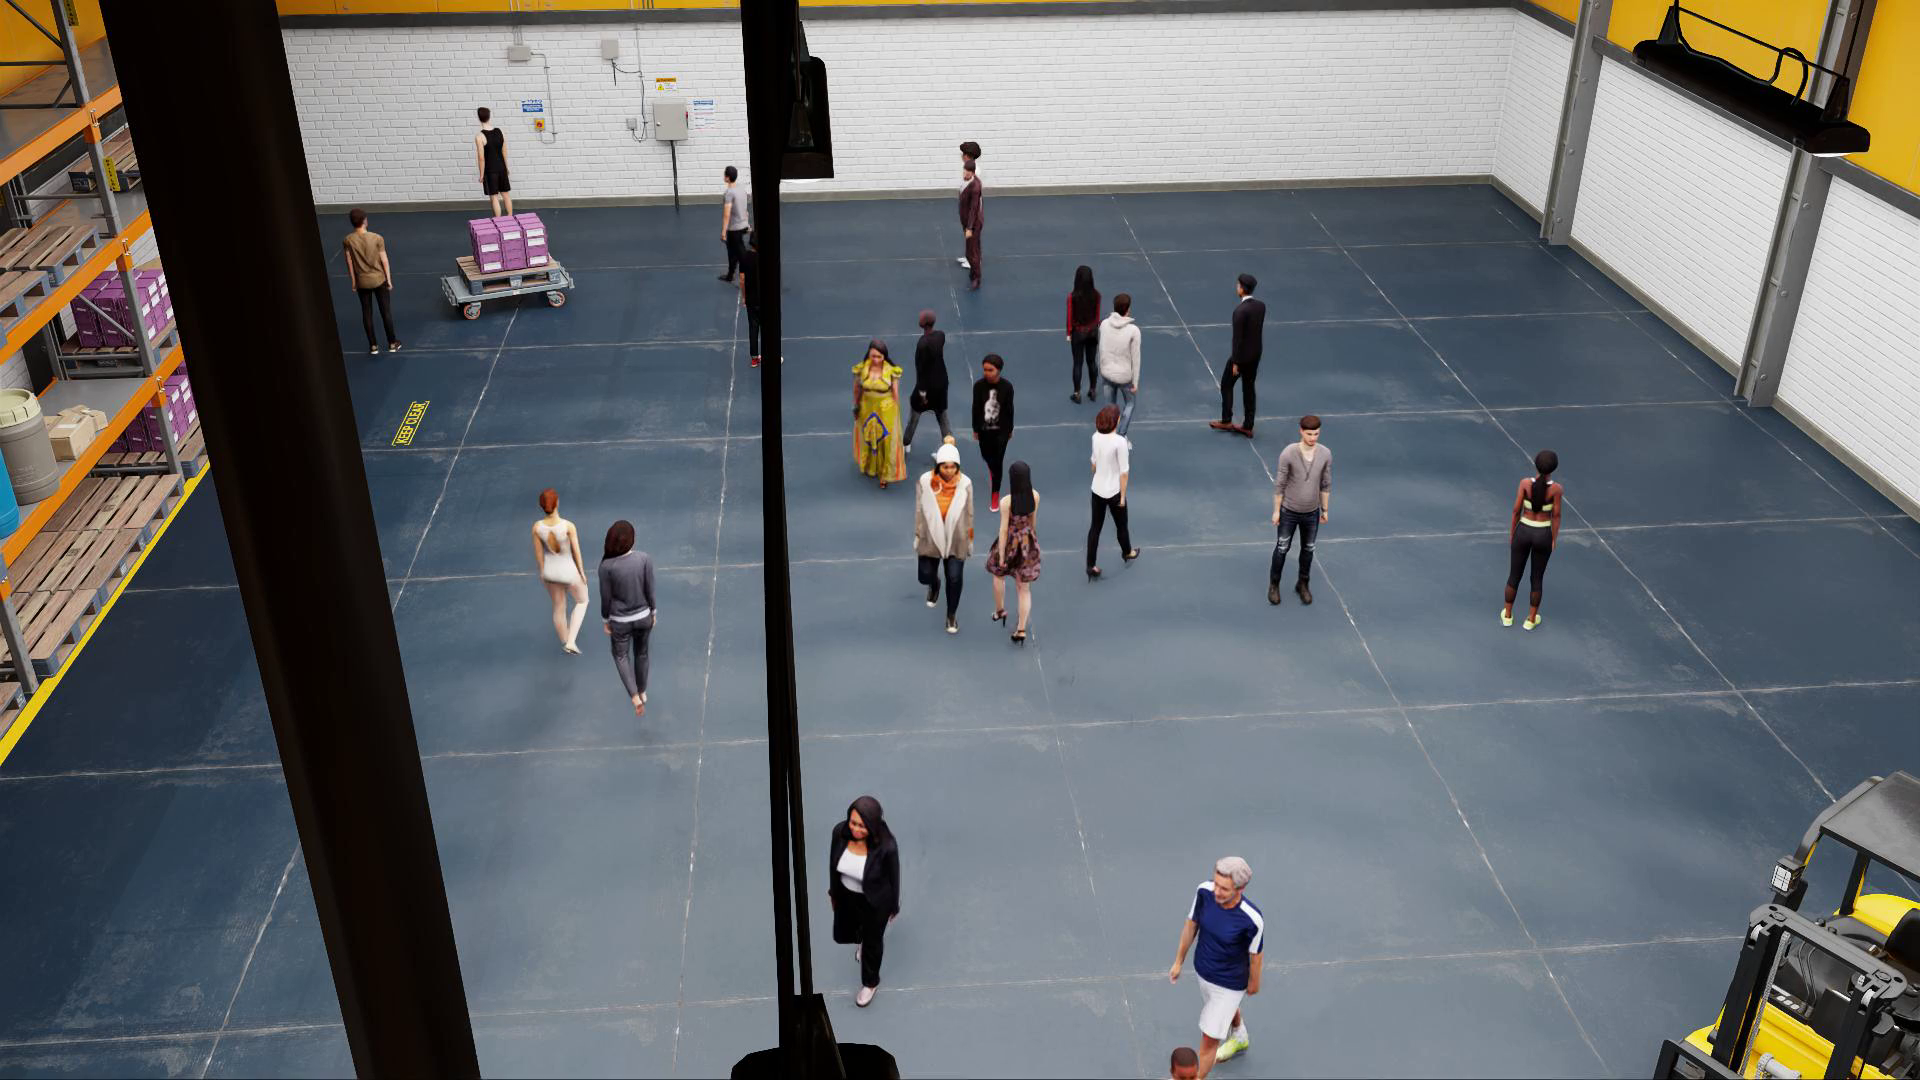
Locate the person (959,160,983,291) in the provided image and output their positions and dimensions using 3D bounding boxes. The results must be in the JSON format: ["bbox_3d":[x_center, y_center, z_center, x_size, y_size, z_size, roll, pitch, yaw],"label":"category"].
[{"bbox_3d":[0.180,-4.438,23.125,0.942,1.838,0.484,3,29,5],"label":"person"}]

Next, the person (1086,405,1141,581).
[{"bbox_3d":[1.352,-0.410,15.826,0.991,1.757,1.046,23,36,36],"label":"person"}]

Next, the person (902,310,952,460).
[{"bbox_3d":[-0.231,-1.639,18.104,1.109,1.733,1.041,23,36,35],"label":"person"}]

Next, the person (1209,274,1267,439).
[{"bbox_3d":[3.288,-2.034,18.705,0.902,1.850,0.955,-25,37,-37],"label":"person"}]

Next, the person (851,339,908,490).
[{"bbox_3d":[-0.862,-1.409,17.795,0.918,1.625,1.046,5,29,9],"label":"person"}]

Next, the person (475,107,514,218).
[{"bbox_3d":[-7.061,-5.612,25.221,0.808,1.891,0.757,24,37,36],"label":"person"}]

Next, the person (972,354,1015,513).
[{"bbox_3d":[0.346,-1.186,17.365,0.746,1.645,1.119,4,29,7],"label":"person"}]

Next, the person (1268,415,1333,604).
[{"bbox_3d":[3.156,-0.302,15.479,0.662,1.900,0.535,-2,29,-4],"label":"person"}]

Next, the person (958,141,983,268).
[{"bbox_3d":[0.165,-4.824,23.862,0.710,1.810,0.525,-6,29,-10],"label":"person"}]

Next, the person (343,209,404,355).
[{"bbox_3d":[-7.427,-3.261,20.956,0.656,1.850,0.563,-4,29,-7],"label":"person"}]

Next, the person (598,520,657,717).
[{"bbox_3d":[-2.717,0.682,13.833,0.783,1.749,0.985,-11,30,-19],"label":"person"}]

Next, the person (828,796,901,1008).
[{"bbox_3d":[-0.605,2.307,11.001,0.820,1.606,0.904,10,30,18],"label":"person"}]

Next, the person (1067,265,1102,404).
[{"bbox_3d":[1.480,-2.423,19.630,0.637,1.648,0.610,-10,30,-18],"label":"person"}]

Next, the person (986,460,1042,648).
[{"bbox_3d":[0.561,0.154,14.802,0.816,1.748,0.932,-15,32,-26],"label":"person"}]

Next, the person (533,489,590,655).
[{"bbox_3d":[-3.510,0.335,14.588,0.622,1.634,0.722,2,29,3],"label":"person"}]

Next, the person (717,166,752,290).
[{"bbox_3d":[-3.011,-4.296,22.972,0.912,1.735,0.928,8,30,15],"label":"person"}]

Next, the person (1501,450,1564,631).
[{"bbox_3d":[5.192,-0.003,15.083,0.636,1.753,0.652,12,31,21],"label":"person"}]

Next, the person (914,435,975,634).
[{"bbox_3d":[-0.146,-0.092,15.112,0.732,1.882,0.855,-1,29,-1],"label":"person"}]

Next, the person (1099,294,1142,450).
[{"bbox_3d":[1.680,-1.771,18.236,0.791,1.838,0.818,14,31,23],"label":"person"}]

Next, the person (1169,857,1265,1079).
[{"bbox_3d":[1.657,2.628,10.230,1.132,1.782,1.195,-21,35,-34],"label":"person"}]

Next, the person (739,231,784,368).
[{"bbox_3d":[-2.468,-2.982,20.539,0.701,1.758,0.671,7,29,12],"label":"person"}]
